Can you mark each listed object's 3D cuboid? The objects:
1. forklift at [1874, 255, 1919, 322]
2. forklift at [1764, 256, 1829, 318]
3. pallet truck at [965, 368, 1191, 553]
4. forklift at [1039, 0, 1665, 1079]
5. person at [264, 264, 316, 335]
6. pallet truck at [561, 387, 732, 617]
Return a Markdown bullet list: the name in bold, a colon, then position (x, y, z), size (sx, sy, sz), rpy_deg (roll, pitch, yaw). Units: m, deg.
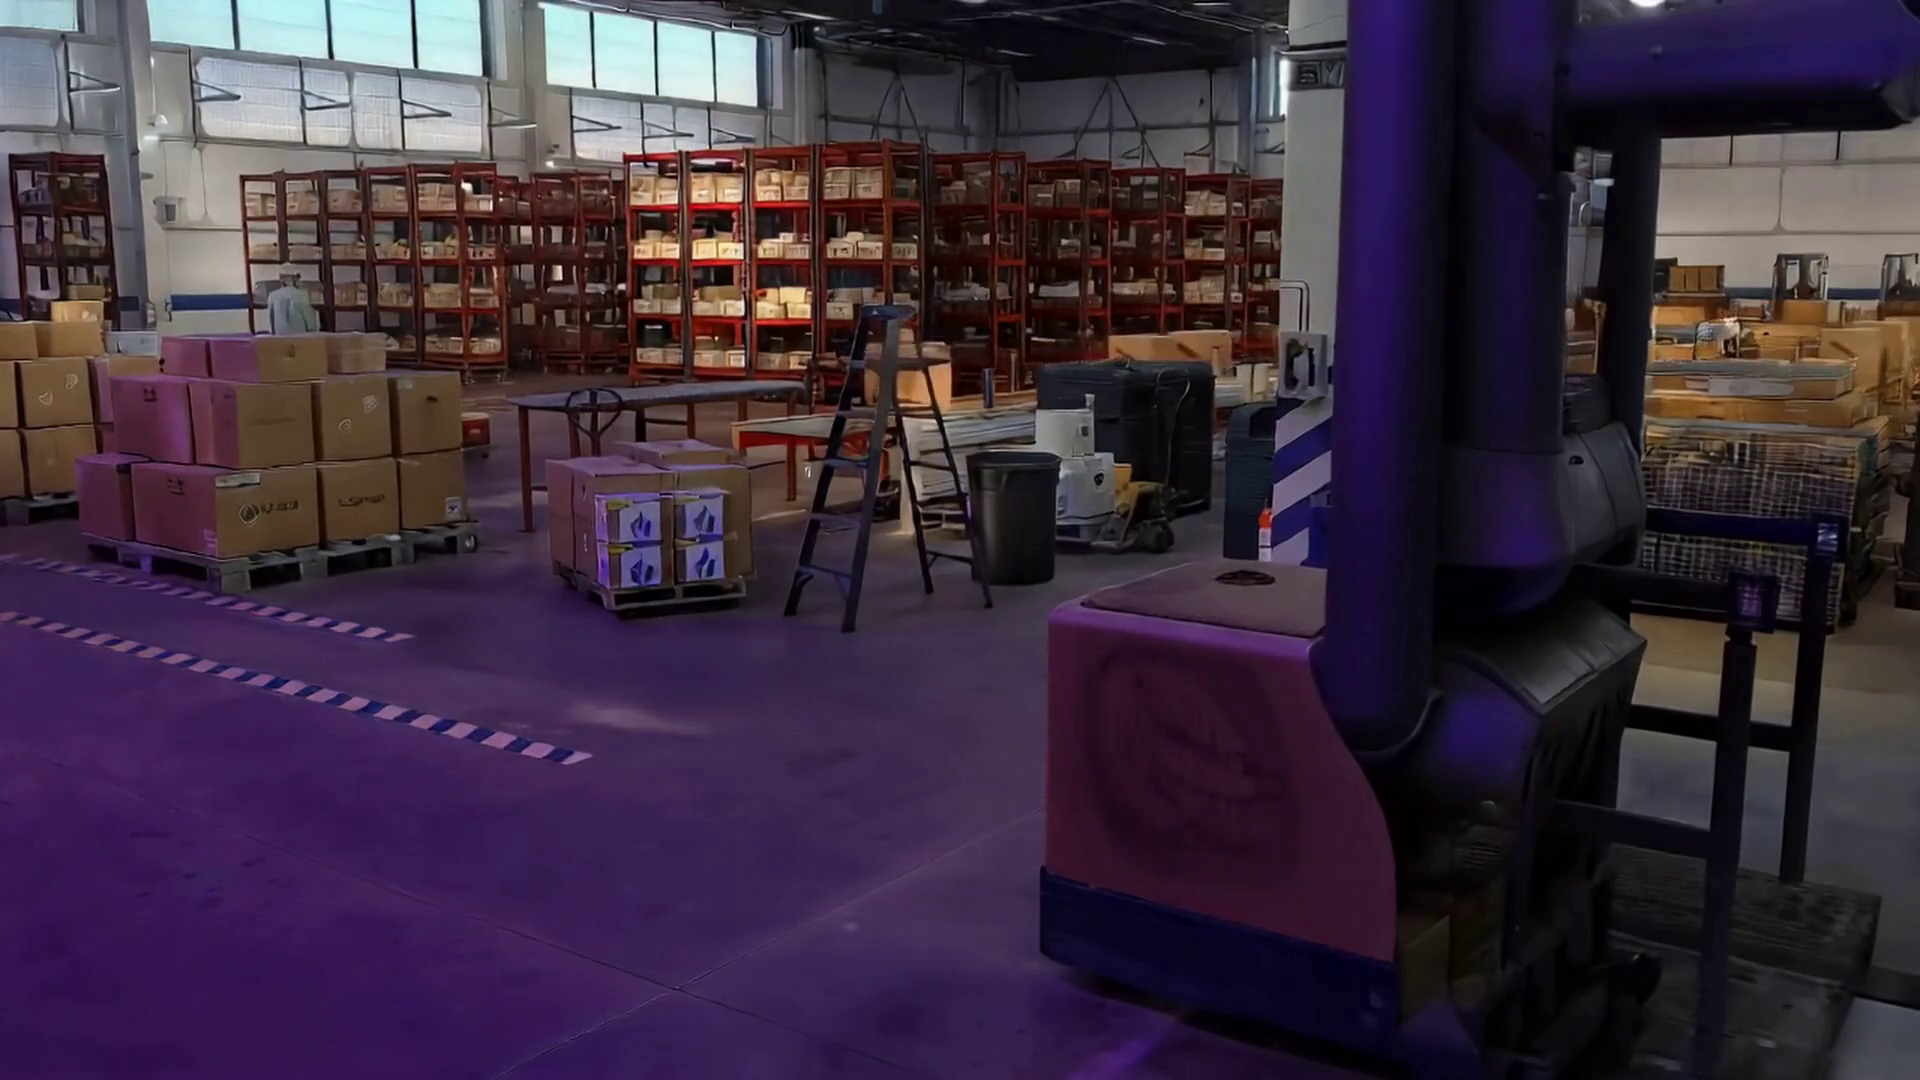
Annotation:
- **forklift**: position (22.089, -5.634, 38.796), size (1.157, 1.987, 2.680), rpy_deg (6, 11, 33)
- **forklift**: position (20.253, -5.854, 40.139), size (1.157, 1.987, 2.680), rpy_deg (7, 12, 35)
- **pallet truck**: position (0.845, -0.609, 11.869), size (1.630, 1.274, 0.653), rpy_deg (7, 12, 35)
- **forklift**: position (1.249, -0.137, 4.360), size (1.873, 2.768, 1.129), rpy_deg (7, 12, 35)
- **person**: position (-8.554, -2.536, 21.313), size (0.613, 1.983, 0.406), rpy_deg (-1, 10, -6)
- **pallet truck**: position (-1.981, -0.274, 10.088), size (0.680, 1.201, 1.601), rpy_deg (-5, 11, -28)
